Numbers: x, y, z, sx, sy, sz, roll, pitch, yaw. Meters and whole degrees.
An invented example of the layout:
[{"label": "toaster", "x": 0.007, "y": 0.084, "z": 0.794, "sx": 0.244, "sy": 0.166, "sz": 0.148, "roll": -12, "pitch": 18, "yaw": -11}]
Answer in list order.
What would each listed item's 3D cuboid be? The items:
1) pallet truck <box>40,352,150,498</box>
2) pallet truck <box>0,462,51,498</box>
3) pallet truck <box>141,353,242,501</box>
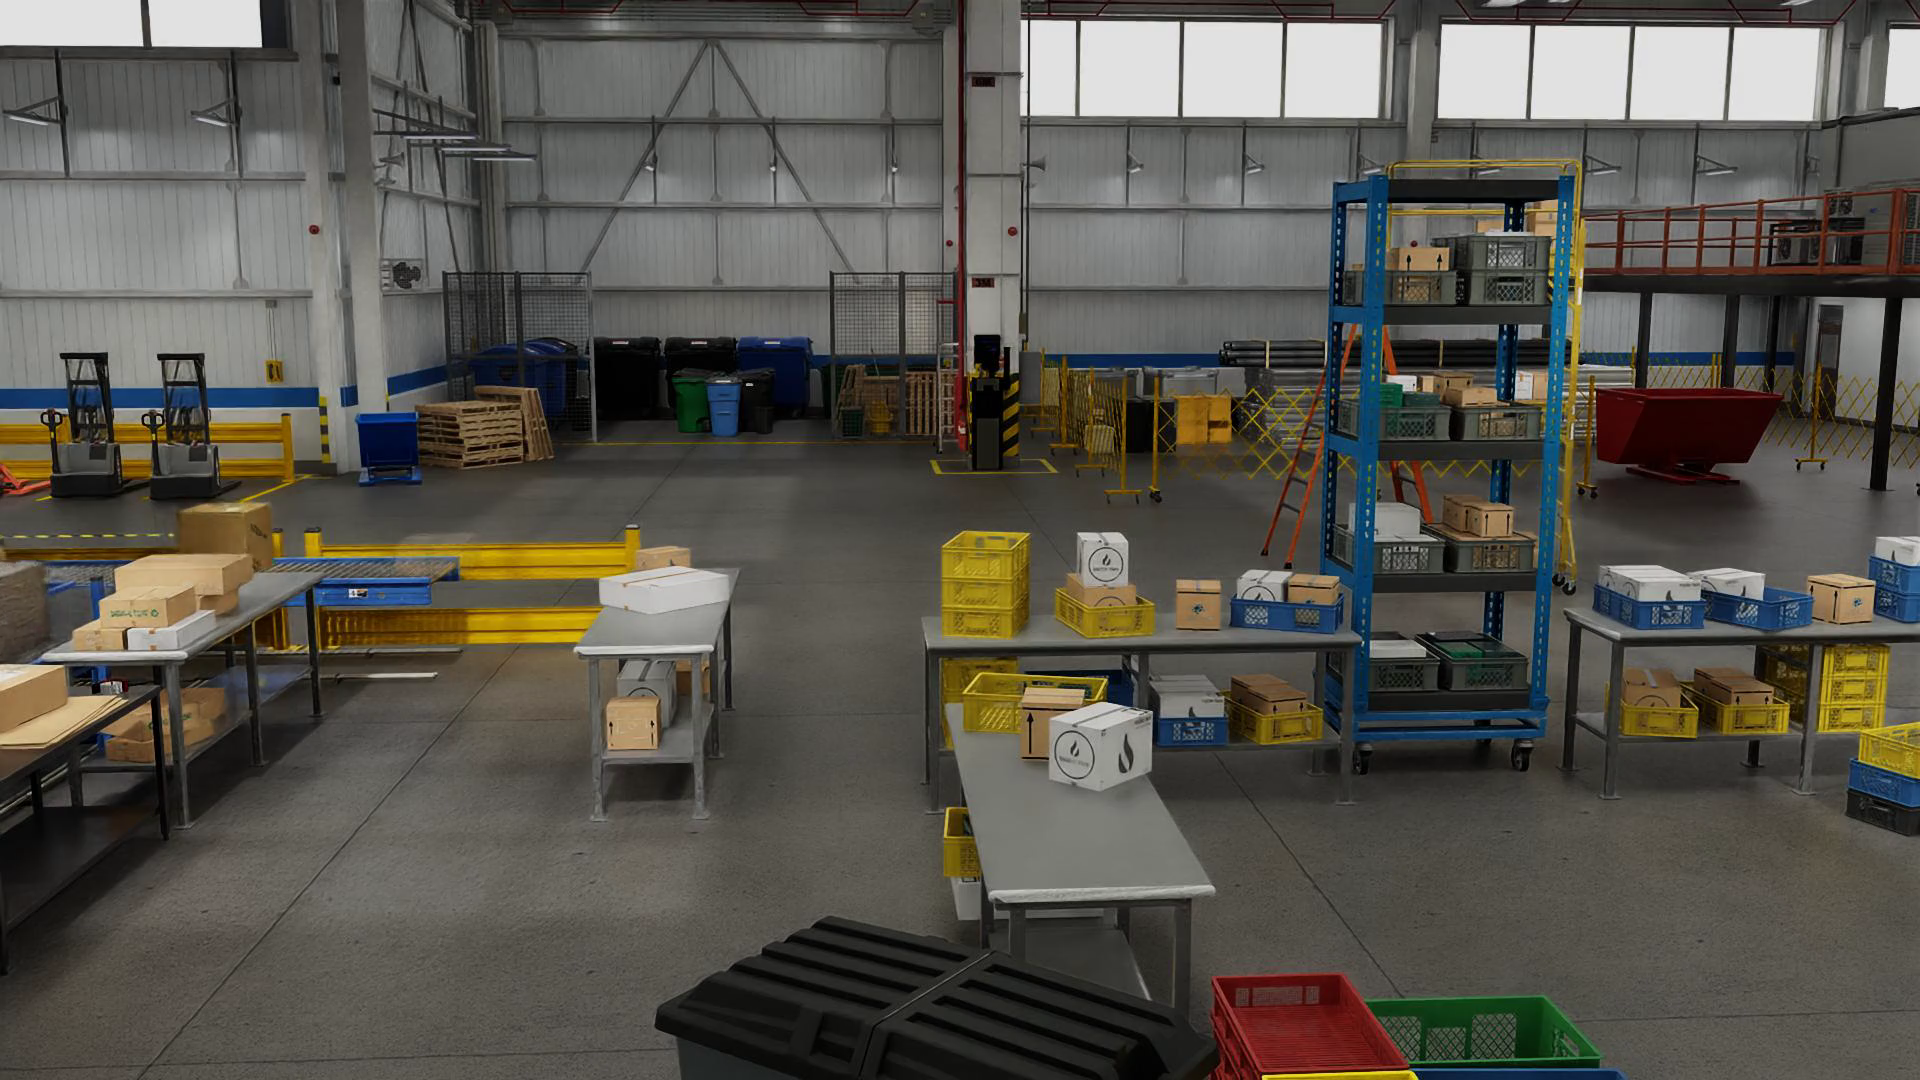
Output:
[{"label": "pallet truck", "x": -11.907, "y": -1.642, "z": 23.165, "sx": 0.823, "sy": 1.965, "sz": 1.885, "roll": 0, "pitch": 9, "yaw": 0}, {"label": "pallet truck", "x": -13.193, "y": -1.293, "z": 23.148, "sx": 0.653, "sy": 1.274, "sz": 1.630, "roll": -1, "pitch": 9, "yaw": -4}, {"label": "pallet truck", "x": -10.520, "y": -1.604, "z": 22.925, "sx": 0.823, "sy": 1.965, "sz": 1.885, "roll": -1, "pitch": 9, "yaw": -6}]
